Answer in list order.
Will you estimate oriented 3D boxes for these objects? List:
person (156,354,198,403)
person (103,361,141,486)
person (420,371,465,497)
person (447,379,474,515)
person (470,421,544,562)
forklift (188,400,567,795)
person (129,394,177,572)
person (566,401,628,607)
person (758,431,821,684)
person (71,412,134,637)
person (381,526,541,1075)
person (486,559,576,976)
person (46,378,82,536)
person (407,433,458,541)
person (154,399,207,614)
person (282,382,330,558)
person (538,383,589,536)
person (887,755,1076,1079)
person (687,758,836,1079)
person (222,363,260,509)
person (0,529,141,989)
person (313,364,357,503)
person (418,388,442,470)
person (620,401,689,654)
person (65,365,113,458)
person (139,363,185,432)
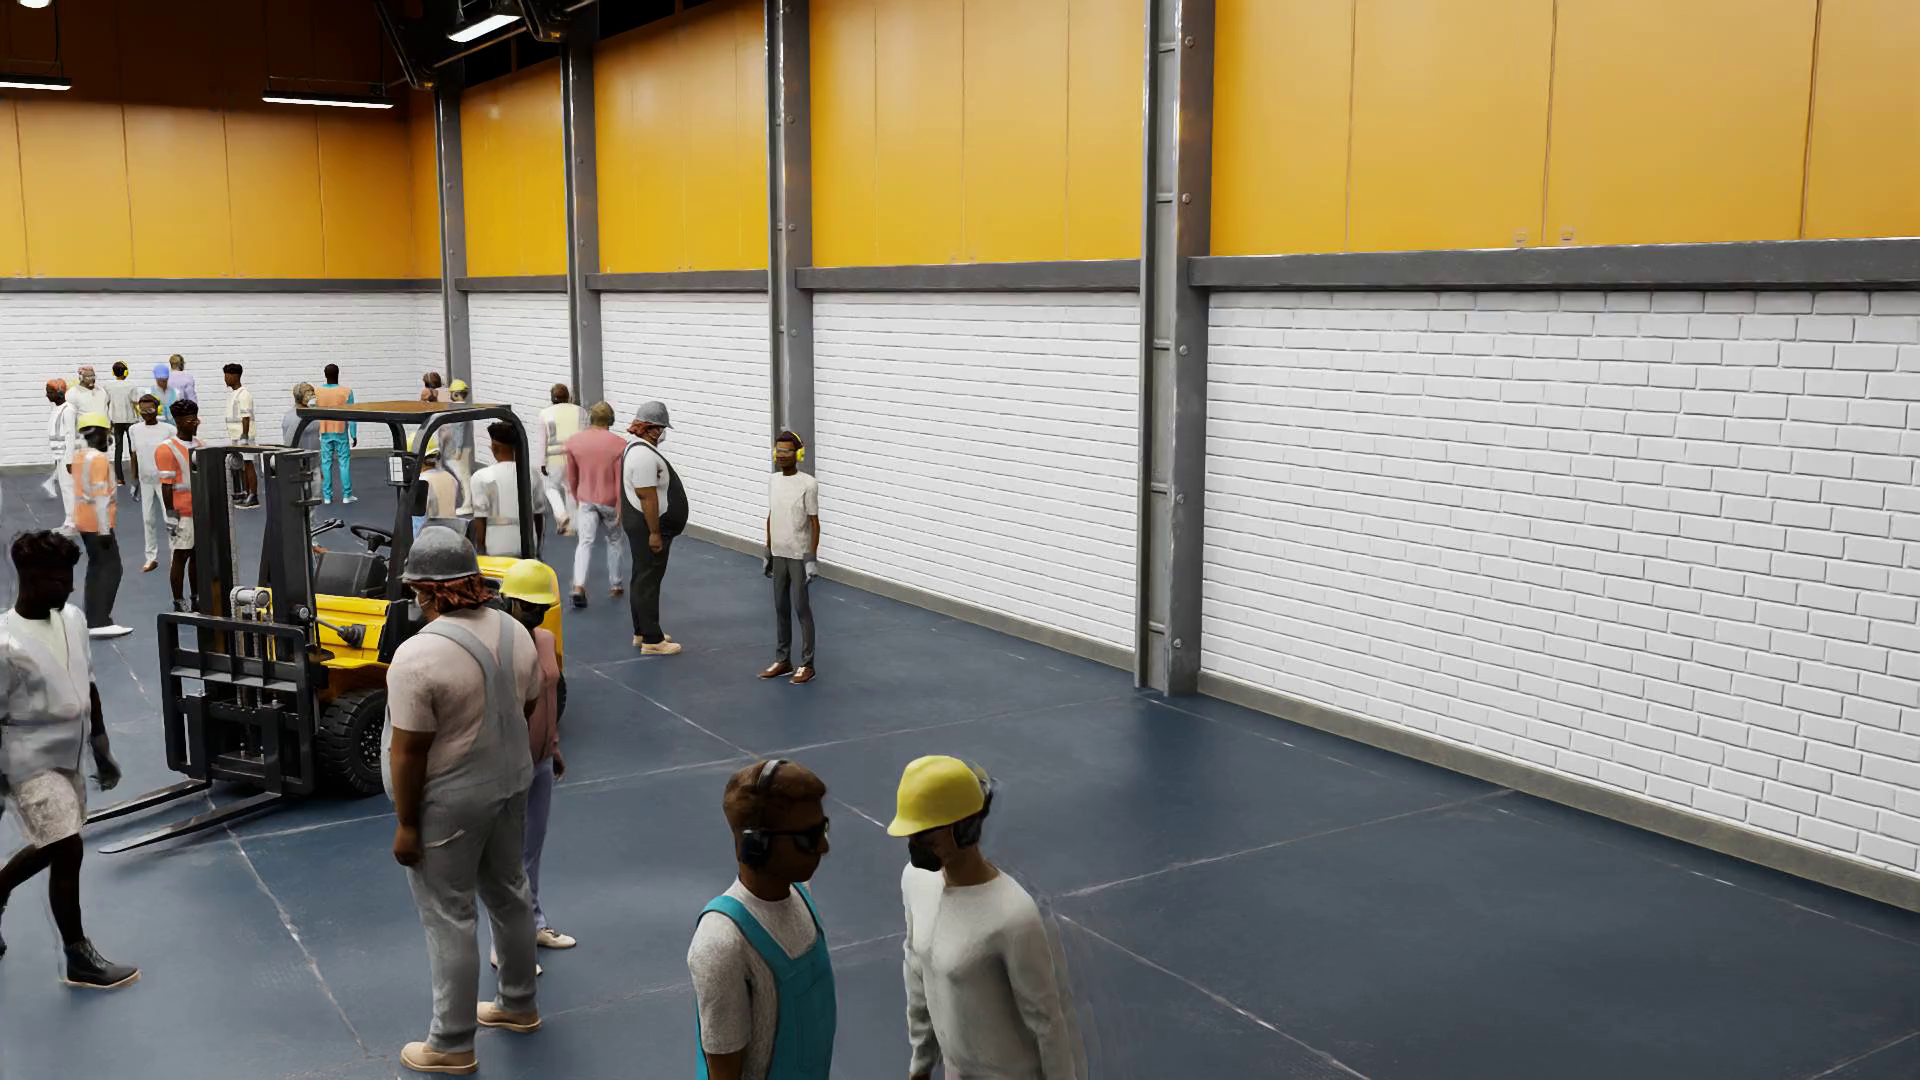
[{"bbox_3d":[-12.223,-1.940,26.029,0.635,1.936,0.352,1,9,8],"label":"person"},{"bbox_3d":[-12.520,-1.741,24.924,0.509,1.870,0.329,-1,9,-7],"label":"person"},{"bbox_3d":[-7.121,-1.422,22.963,0.666,1.816,0.630,5,10,31],"label":"person"},{"bbox_3d":[-6.503,-1.209,21.696,0.318,1.766,0.527,-2,9,-12],"label":"person"},{"bbox_3d":[-3.473,0.035,12.794,0.615,1.921,0.916,-7,11,-39],"label":"person"},{"bbox_3d":[-3.529,0.258,10.348,1.214,2.155,2.313,4,9,25],"label":"forklift"},{"bbox_3d":[-8.307,-0.585,17.179,0.514,1.861,0.336,0,8,-1],"label":"person"},{"bbox_3d":[-3.352,-0.336,15.397,0.625,1.901,0.994,0,8,1],"label":"person"},{"bbox_3d":[-1.267,0.124,12.321,0.532,1.876,0.321,6,11,37],"label":"person"},{"bbox_3d":[-7.259,-0.134,14.030,0.430,1.885,0.645,-8,12,-44],"label":"person"},{"bbox_3d":[-1.907,0.941,6.259,0.536,2.000,0.684,4,9,24],"label":"person"},{"bbox_3d":[-1.847,0.953,7.117,0.329,1.765,0.525,2,9,16],"label":"person"},{"bbox_3d":[-10.658,-0.985,19.804,0.360,1.879,0.582,-7,11,-39],"label":"person"},{"bbox_3d":[-4.054,0.091,12.698,0.404,1.827,0.600,2,9,12],"label":"person"},{"bbox_3d":[-6.776,-0.264,14.633,0.361,1.964,0.617,1,9,10],"label":"person"},{"bbox_3d":[-7.130,-0.754,18.085,0.368,1.933,0.625,0,8,2],"label":"person"},{"bbox_3d":[-4.654,-0.930,19.582,0.638,1.826,0.499,-5,10,-31],"label":"person"},{"bbox_3d":[0.143,1.376,4.394,0.708,1.721,0.527,-5,10,-31],"label":"person"},{"bbox_3d":[-0.426,1.401,3.820,0.345,1.845,0.508,2,9,12],"label":"person"},{"bbox_3d":[-9.652,-1.399,22.319,0.372,1.960,0.603,-7,11,-39],"label":"person"},{"bbox_3d":[-3.896,0.903,6.939,0.869,1.930,0.597,1,8,5],"label":"person"},{"bbox_3d":[-8.589,-1.456,22.830,0.597,1.917,0.379,-1,8,-6],"label":"person"},{"bbox_3d":[-6.998,-1.186,21.975,0.310,1.633,0.517,-7,11,-40],"label":"person"},{"bbox_3d":[-2.453,-0.116,13.388,0.536,2.000,0.672,-3,9,-19],"label":"person"},{"bbox_3d":[-11.915,-1.443,22.823,0.404,1.900,0.637,3,9,22],"label":"person"},{"bbox_3d":[-11.248,-1.543,23.430,0.622,1.919,0.805,-6,11,-37],"label":"person"}]
